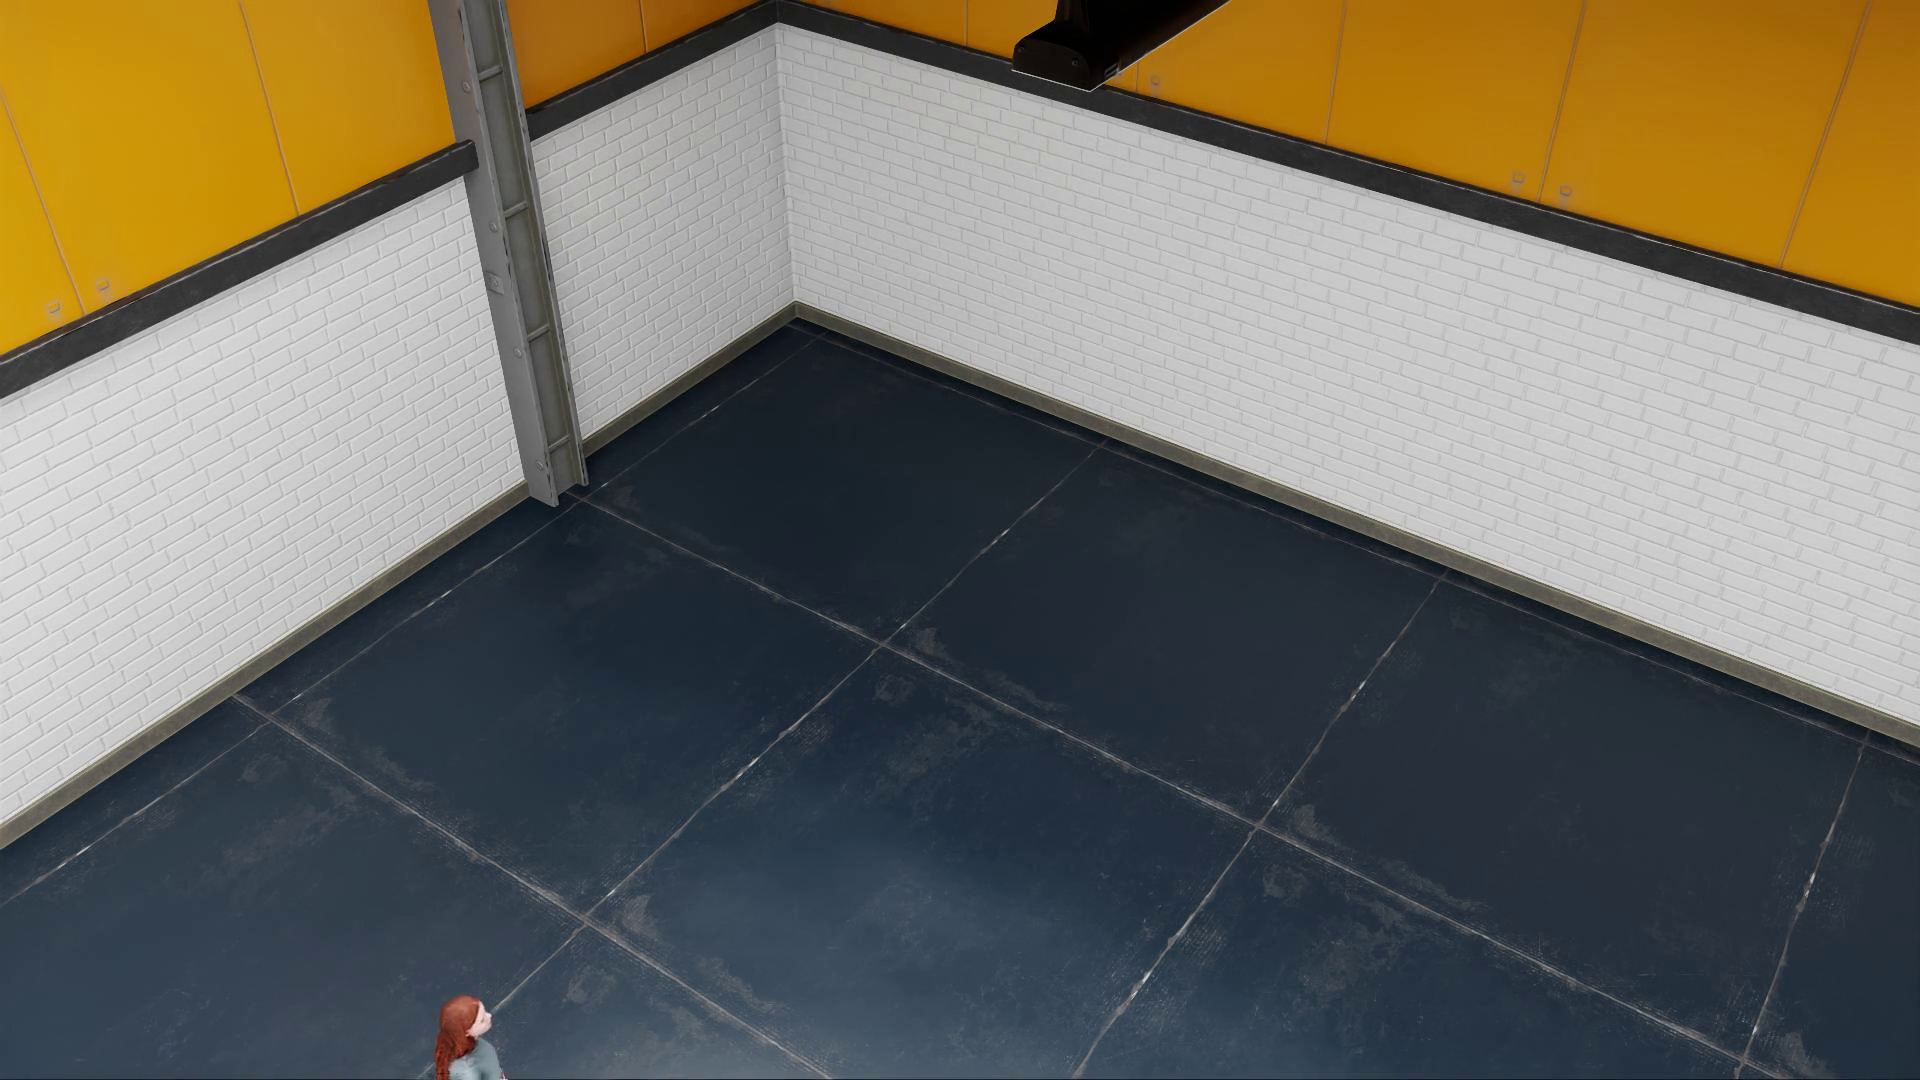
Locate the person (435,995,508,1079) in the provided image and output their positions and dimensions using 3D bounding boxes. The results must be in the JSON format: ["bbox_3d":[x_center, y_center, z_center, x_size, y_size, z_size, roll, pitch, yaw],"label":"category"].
[{"bbox_3d":[-2.357,2.801,7.982,0.763,1.734,0.728,-15,41,-17],"label":"person"}]
